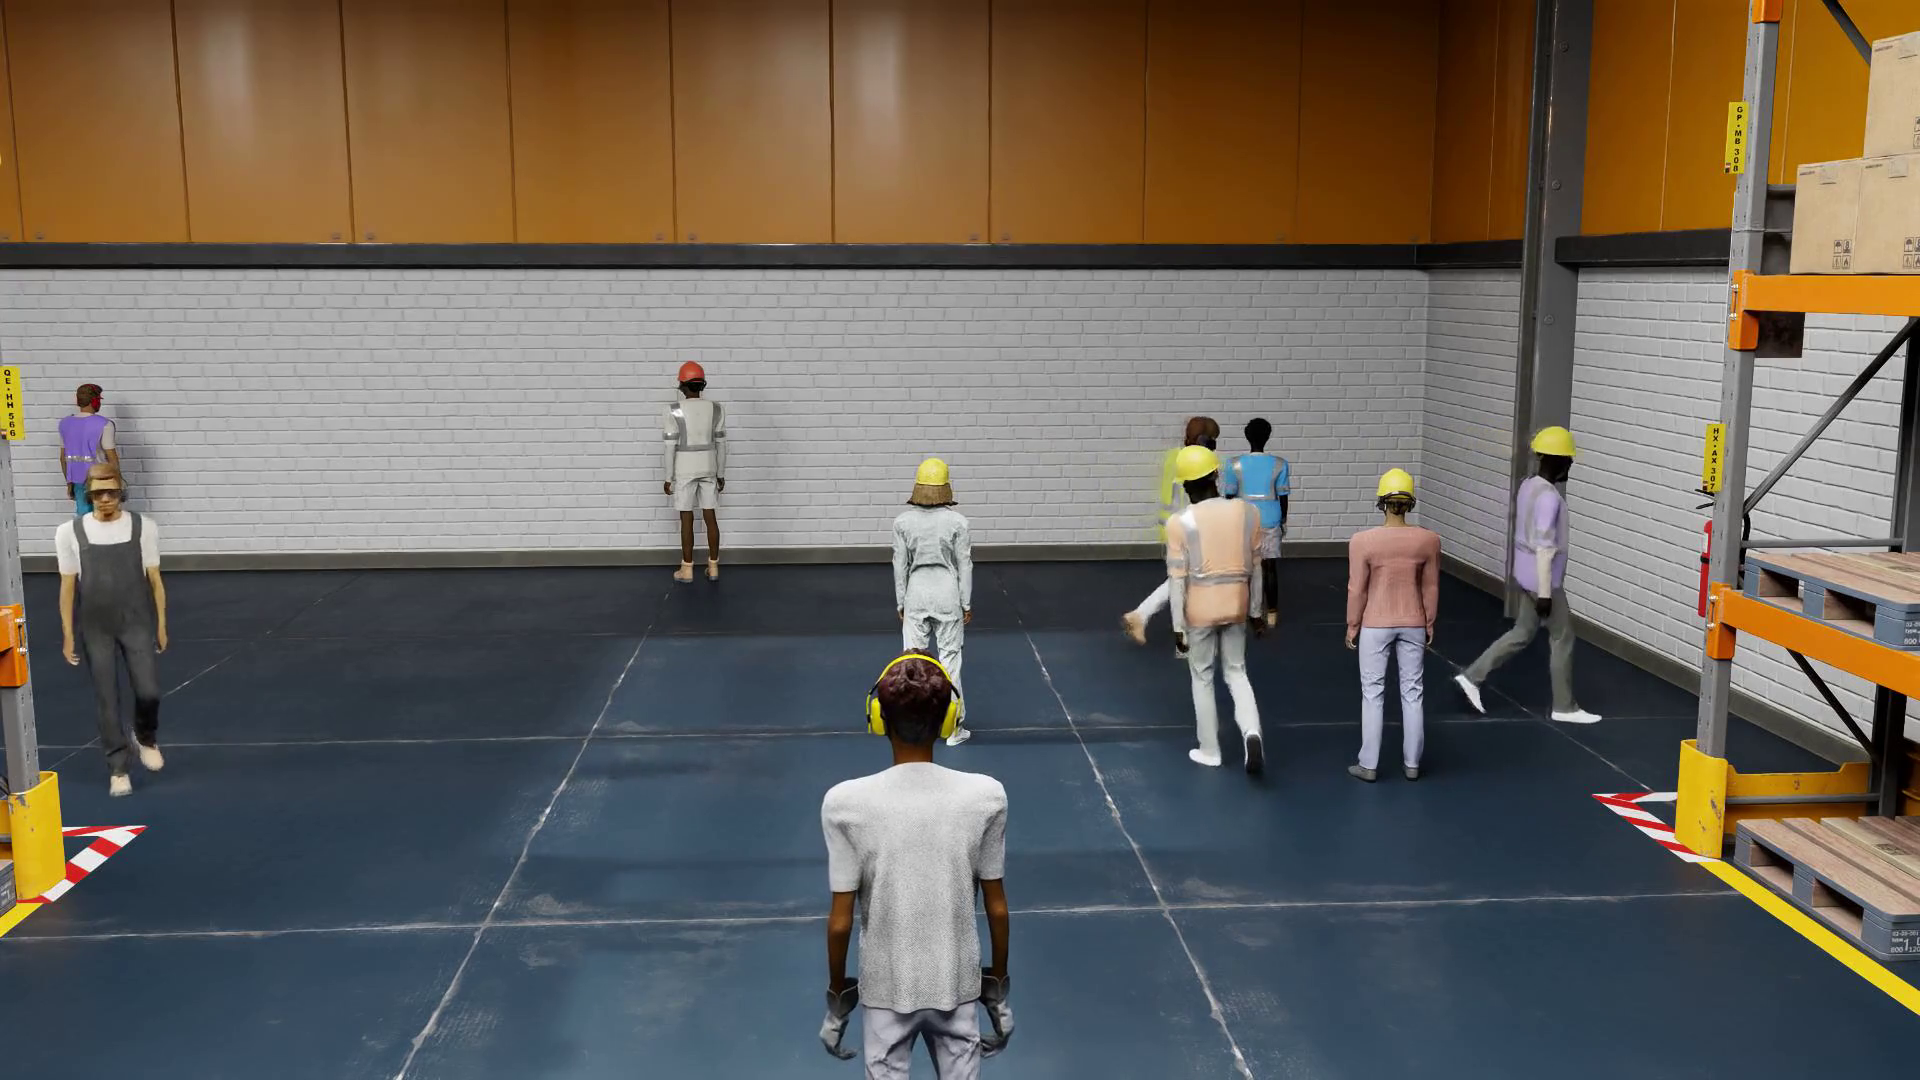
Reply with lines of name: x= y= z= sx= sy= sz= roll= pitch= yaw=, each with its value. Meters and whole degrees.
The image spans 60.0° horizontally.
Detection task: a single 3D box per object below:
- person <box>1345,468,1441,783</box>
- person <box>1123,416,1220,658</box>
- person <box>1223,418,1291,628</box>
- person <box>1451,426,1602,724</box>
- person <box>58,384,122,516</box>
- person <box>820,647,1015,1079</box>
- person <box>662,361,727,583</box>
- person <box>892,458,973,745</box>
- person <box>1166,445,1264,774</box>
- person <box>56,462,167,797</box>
person: x=2.406 y=0.482 z=9.292 sx=0.525 sy=1.769 sz=0.315 roll=-1 pitch=9 yaw=-5
person: x=1.587 y=-0.003 z=12.205 sx=0.614 sy=1.817 sz=0.664 roll=-2 pitch=9 yaw=-10
person: x=2.375 y=-0.131 z=13.354 sx=0.540 sy=1.695 sz=0.317 roll=1 pitch=9 yaw=4
person: x=3.619 y=0.220 z=10.516 sx=0.879 sy=1.898 sz=0.593 roll=1 pitch=9 yaw=7
person: x=-7.972 y=-0.510 z=15.277 sx=0.571 sy=1.840 sz=0.373 roll=2 pitch=9 yaw=13
person: x=-0.111 y=1.208 z=4.402 sx=0.517 sy=1.874 sz=0.327 roll=-1 pitch=9 yaw=-7
person: x=-2.459 y=-0.629 z=15.386 sx=0.608 sy=2.048 sz=0.369 roll=-5 pitch=10 yaw=-30
person: x=-0.159 y=0.375 z=10.037 sx=0.486 sy=1.744 sz=0.294 roll=2 pitch=9 yaw=10
person: x=1.461 y=0.411 z=9.349 sx=0.625 sy=1.888 sz=0.666 roll=-2 pitch=9 yaw=-14
person: x=-4.631 y=0.480 z=9.105 sx=0.524 sy=1.833 sz=0.444 roll=-5 pitch=10 yaw=-28
